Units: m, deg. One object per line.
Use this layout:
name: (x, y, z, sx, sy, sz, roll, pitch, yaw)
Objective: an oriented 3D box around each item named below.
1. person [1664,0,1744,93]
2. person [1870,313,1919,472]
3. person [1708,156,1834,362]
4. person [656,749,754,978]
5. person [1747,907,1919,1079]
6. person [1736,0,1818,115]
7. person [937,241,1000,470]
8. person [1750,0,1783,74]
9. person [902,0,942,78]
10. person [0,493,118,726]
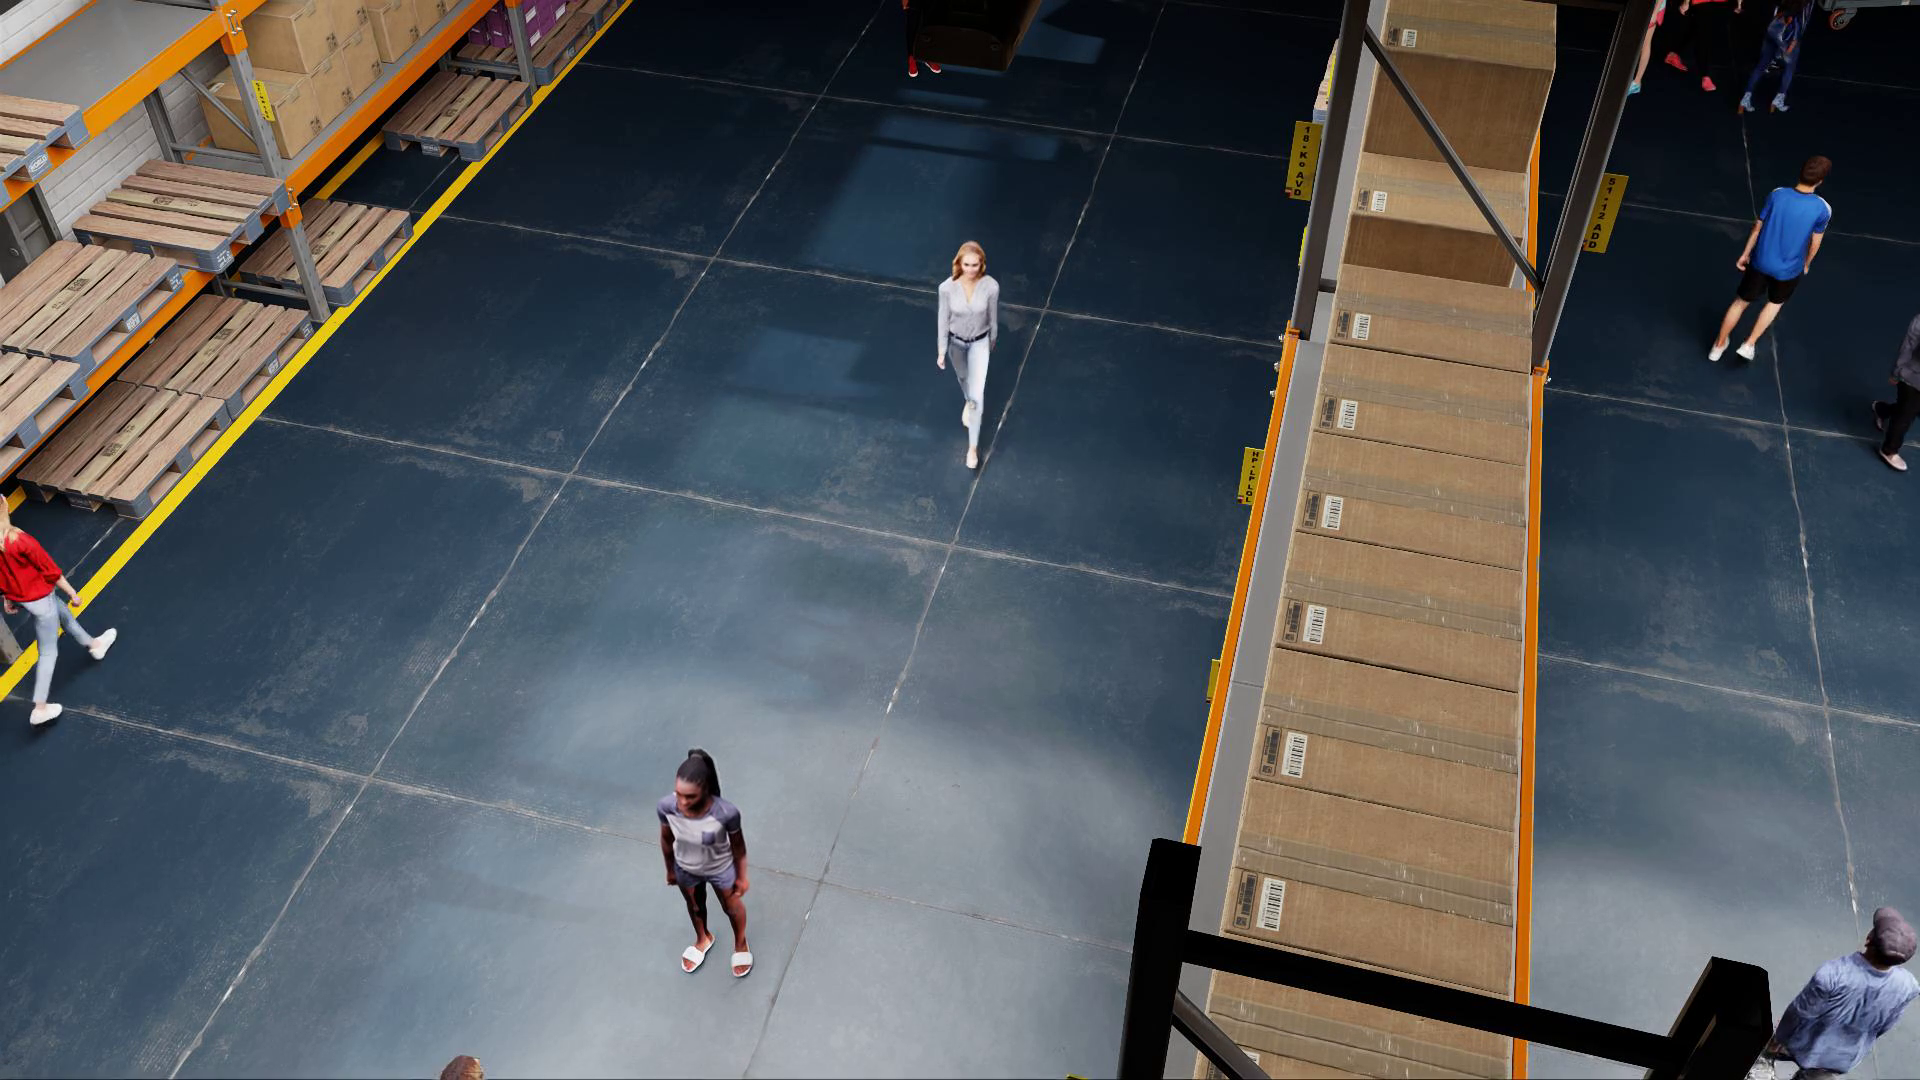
person: (7.354, -5.349, 16.506, 1.099, 1.644, 1.230, -16, 46, -16)
person: (7.065, -1.266, 12.264, 0.897, 1.584, 0.969, -16, 46, -16)
person: (6.348, -2.117, 12.969, 0.800, 1.843, 0.855, 23, 48, 22)
person: (-1.359, 1.765, 8.982, 0.635, 1.722, 0.574, 6, 44, 6)
person: (4.212, 2.495, 8.103, 0.681, 1.877, 0.643, 6, 44, 7)
person: (7.838, -4.825, 15.986, 0.885, 1.602, 0.834, -16, 46, -16)
person: (0.051, -1.496, 12.385, 0.729, 1.749, 1.179, 4, 44, 4)
person: (8.345, -5.334, 16.797, 0.563, 1.221, 0.641, -27, 50, -26)
person: (-0.386, -5.477, 16.618, 0.686, 1.675, 0.709, -13, 45, -13)
person: (-5.844, 0.427, 10.429, 0.670, 1.664, 1.139, 8, 44, 9)
